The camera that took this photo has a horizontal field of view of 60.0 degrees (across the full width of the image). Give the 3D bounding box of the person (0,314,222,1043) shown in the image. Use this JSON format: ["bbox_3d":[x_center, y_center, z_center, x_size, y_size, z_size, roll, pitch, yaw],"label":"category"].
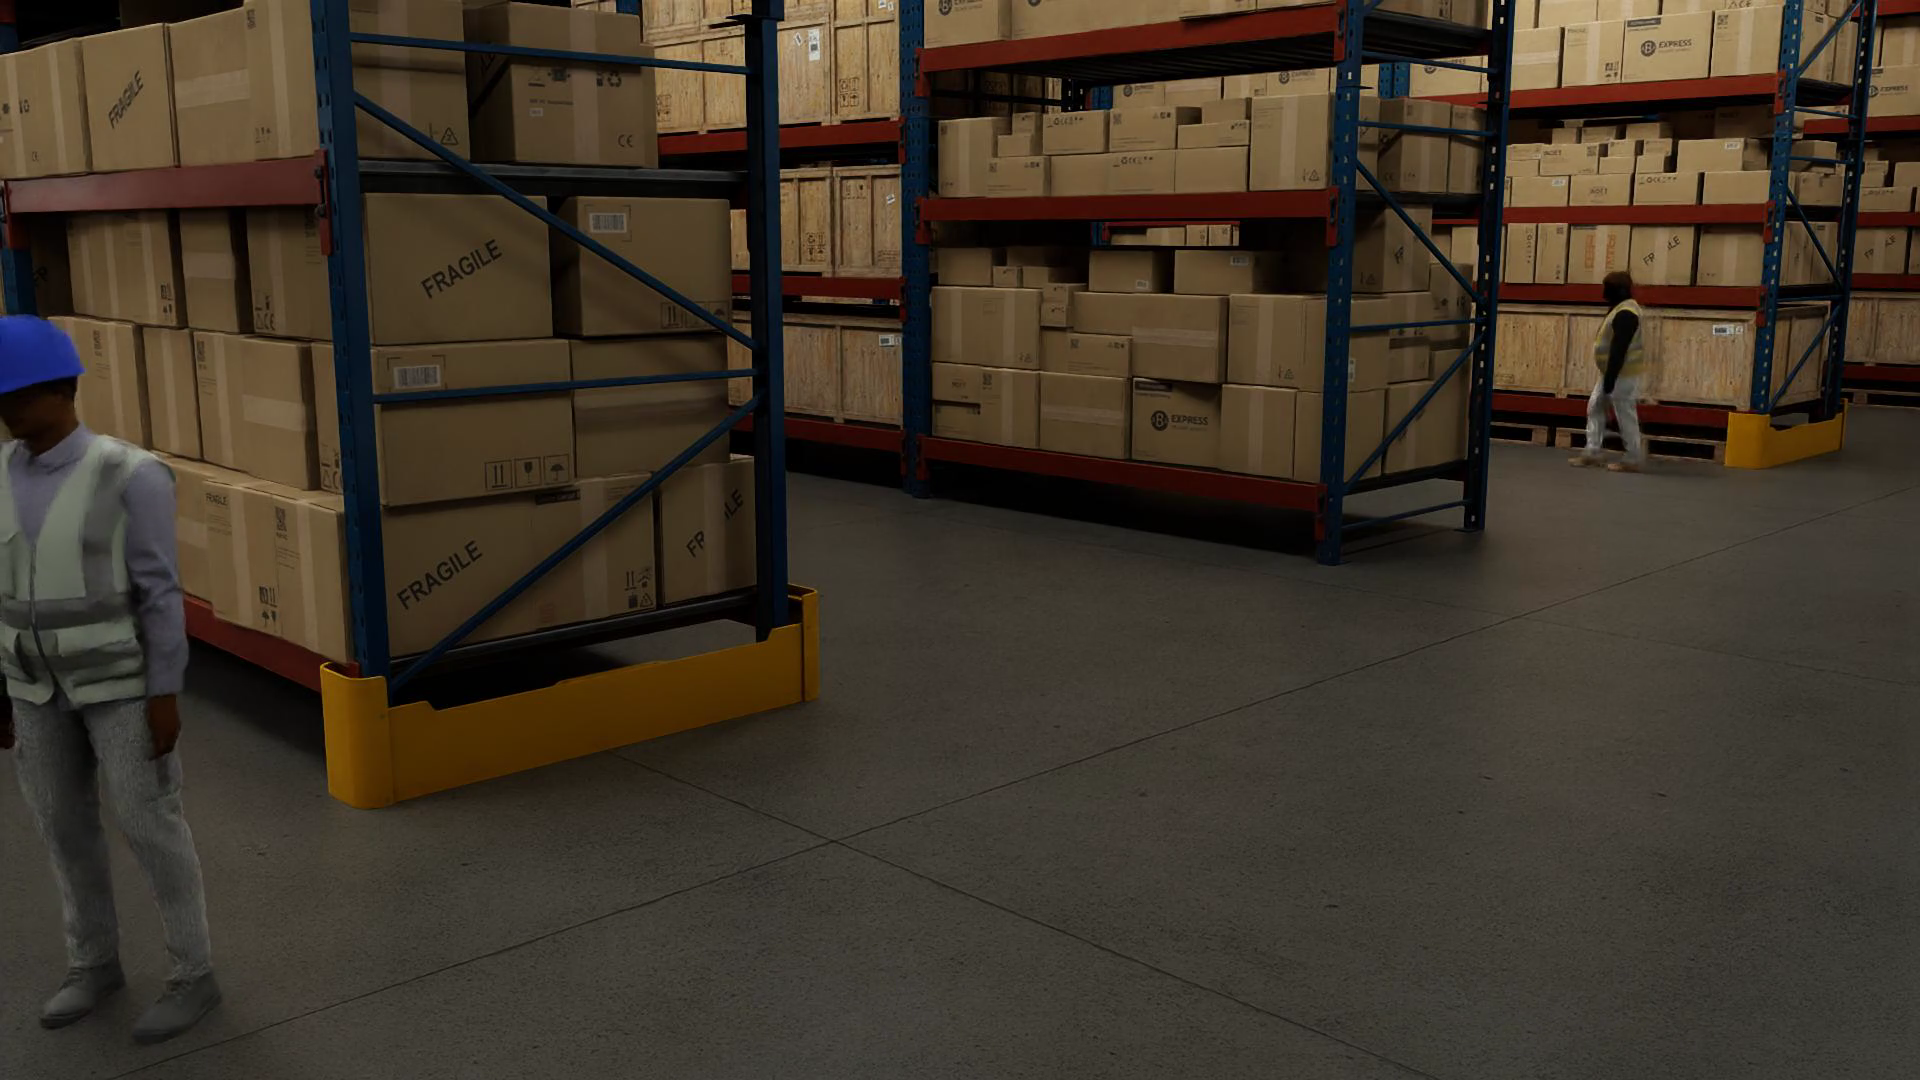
[{"bbox_3d":[-2.322,0.372,4.396,0.612,1.935,0.424,1,10,8],"label":"person"}]

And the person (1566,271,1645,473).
[{"bbox_3d":[5.806,-1.498,14.937,0.775,1.810,0.648,3,11,16],"label":"person"}]
